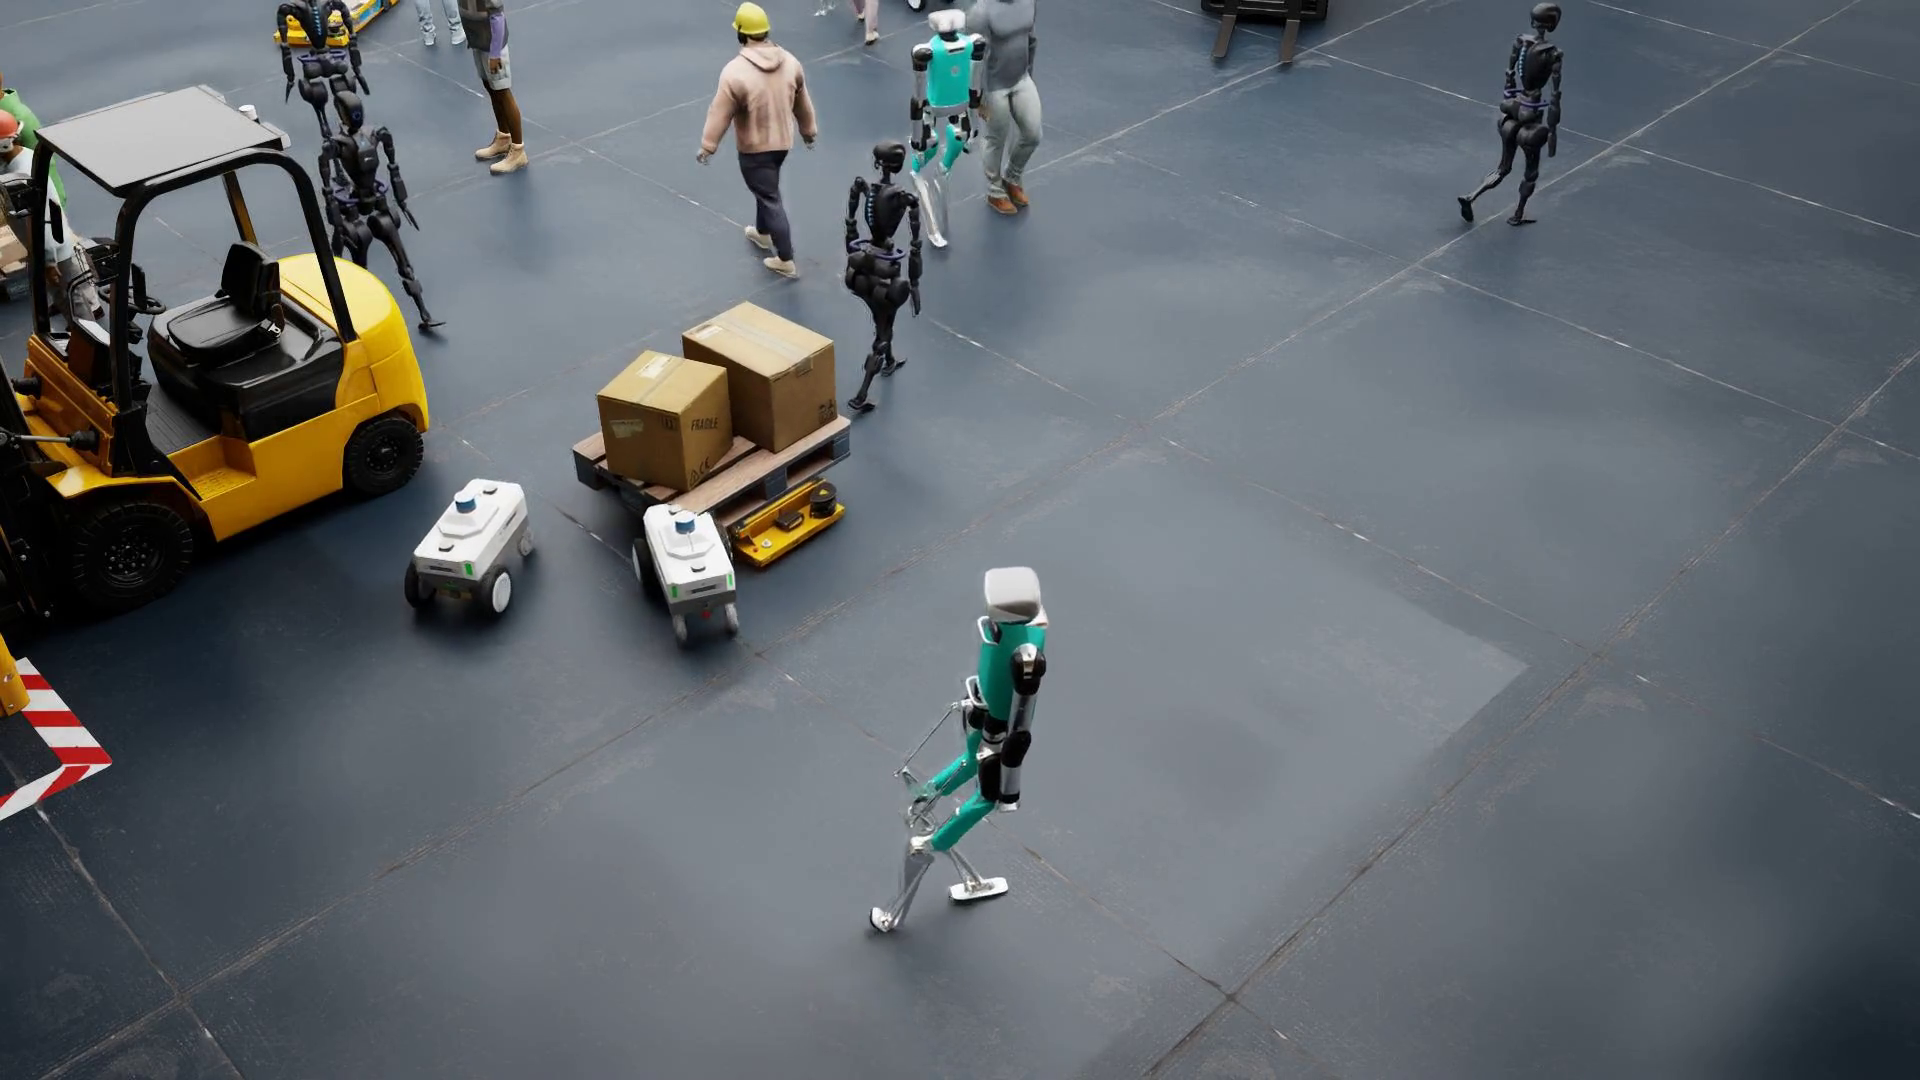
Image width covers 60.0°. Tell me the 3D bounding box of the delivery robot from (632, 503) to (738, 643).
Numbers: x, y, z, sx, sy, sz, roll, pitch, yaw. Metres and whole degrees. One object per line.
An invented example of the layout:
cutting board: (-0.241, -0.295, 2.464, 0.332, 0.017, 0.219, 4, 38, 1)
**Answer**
delivery robot: (-1.396, 0.118, 8.593, 0.499, 0.585, 0.765, -12, 39, -16)

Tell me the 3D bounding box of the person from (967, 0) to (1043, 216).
person: (0.347, -3.245, 11.958, 0.638, 1.921, 0.482, -25, 43, -30)

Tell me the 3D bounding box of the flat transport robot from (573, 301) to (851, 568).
flat transport robot: (-1.389, -0.332, 9.442, 1.431, 0.231, 0.659, 27, 45, 32)

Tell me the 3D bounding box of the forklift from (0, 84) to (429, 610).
forklift: (-4.145, -1.093, 8.856, 2.313, 2.155, 1.214, -31, 47, -34)

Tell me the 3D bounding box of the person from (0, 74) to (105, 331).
person: (-5.964, -2.202, 10.680, 0.549, 1.782, 0.383, 22, 42, 26)

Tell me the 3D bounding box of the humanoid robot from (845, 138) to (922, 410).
humanoid robot: (-0.527, -1.608, 10.018, 0.584, 1.621, 0.749, 22, 42, 27)

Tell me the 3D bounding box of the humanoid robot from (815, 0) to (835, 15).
humanoid robot: (-1.280, -5.749, 15.493, 0.710, 1.810, 0.537, 7, 37, 9)

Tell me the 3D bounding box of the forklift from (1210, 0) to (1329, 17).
forklift: (3.106, -6.400, 15.960, 1.214, 2.155, 2.313, 8, 37, 10)

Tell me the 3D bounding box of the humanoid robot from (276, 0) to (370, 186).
humanoid robot: (-4.778, -3.486, 12.490, 0.612, 1.645, 0.366, -21, 41, -25)

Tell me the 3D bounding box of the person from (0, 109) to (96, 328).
person: (-5.626, -1.815, 10.190, 0.347, 1.744, 0.576, -17, 40, -22)

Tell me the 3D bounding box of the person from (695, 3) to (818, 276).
person: (-1.421, -2.748, 11.360, 0.834, 1.833, 0.816, 30, 46, 34)

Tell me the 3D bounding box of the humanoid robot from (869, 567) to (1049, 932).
humanoid robot: (-0.071, 0.916, 6.630, 0.810, 1.878, 0.547, -7, 37, -9)

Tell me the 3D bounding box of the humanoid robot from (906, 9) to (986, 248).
humanoid robot: (-0.193, -2.875, 11.659, 0.535, 1.833, 0.744, -17, 40, -22)

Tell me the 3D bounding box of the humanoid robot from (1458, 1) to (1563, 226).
humanoid robot: (3.985, -3.008, 11.860, 0.620, 1.631, 0.597, -14, 39, -18)

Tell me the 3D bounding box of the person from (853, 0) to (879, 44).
person: (-0.820, -5.472, 15.109, 0.537, 1.718, 0.866, 8, 37, 10)

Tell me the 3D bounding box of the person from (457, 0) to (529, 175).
person: (-3.615, -3.784, 12.592, 0.388, 2.033, 0.604, -20, 41, -24)

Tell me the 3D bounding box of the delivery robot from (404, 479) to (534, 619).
delivery robot: (-2.556, 0.004, 8.732, 0.499, 0.570, 0.750, 7, 37, 10)

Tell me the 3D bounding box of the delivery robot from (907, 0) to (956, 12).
delivery robot: (-0.397, -5.476, 16.085, 0.499, 0.591, 0.768, -27, 45, -32)

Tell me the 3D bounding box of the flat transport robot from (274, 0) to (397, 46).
flat transport robot: (-5.852, -5.005, 15.697, 0.659, 0.231, 1.431, 4, 37, 6)

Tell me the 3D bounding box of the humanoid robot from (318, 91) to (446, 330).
humanoid robot: (-3.753, -2.067, 10.612, 0.754, 1.624, 0.610, 26, 44, 30)

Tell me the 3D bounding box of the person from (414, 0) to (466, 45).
person: (-4.784, -5.376, 14.821, 0.588, 1.914, 0.393, -2, 37, -2)
